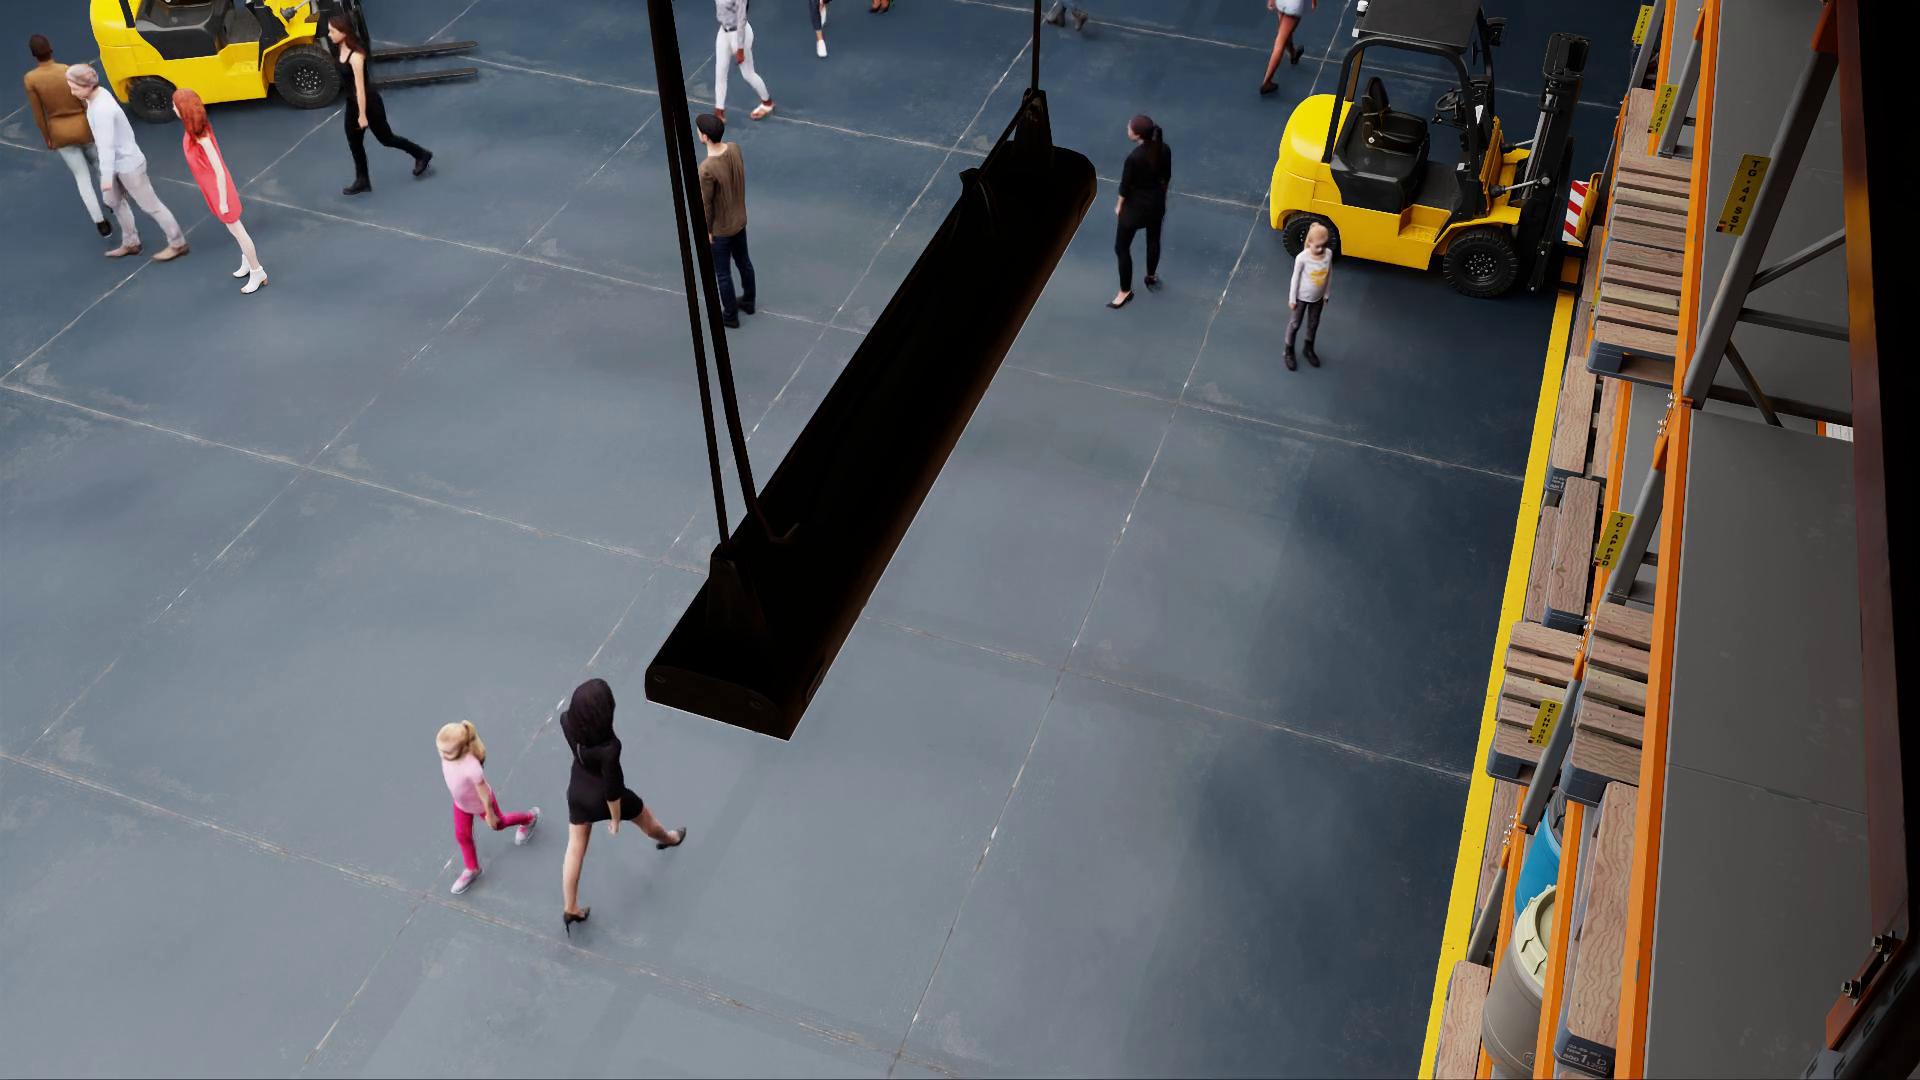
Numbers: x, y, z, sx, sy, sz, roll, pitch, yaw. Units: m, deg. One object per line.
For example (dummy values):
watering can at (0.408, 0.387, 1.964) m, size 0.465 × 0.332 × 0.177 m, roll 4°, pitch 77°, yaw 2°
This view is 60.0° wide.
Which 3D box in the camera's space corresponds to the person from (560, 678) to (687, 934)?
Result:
person at (-2.051, 1.496, 9.158) m, size 0.773 × 1.738 × 1.202 m, roll 24°, pitch 49°, yaw 24°

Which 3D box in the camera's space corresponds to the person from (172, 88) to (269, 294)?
person at (-6.095, -2.883, 13.690) m, size 0.713 × 1.827 × 0.676 m, roll -22°, pitch 48°, yaw -22°

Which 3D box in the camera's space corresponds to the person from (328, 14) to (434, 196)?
person at (-5.234, -3.893, 14.873) m, size 1.182 × 1.659 × 0.972 m, roll -30°, pitch 51°, yaw -27°

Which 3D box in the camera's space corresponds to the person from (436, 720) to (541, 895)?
person at (-2.741, 1.449, 9.559) m, size 0.613 × 1.254 × 0.931 m, roll 23°, pitch 48°, yaw 22°

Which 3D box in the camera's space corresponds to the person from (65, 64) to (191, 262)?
person at (-6.922, -3.174, 13.968) m, size 1.017 × 1.865 × 0.917 m, roll -27°, pitch 50°, yaw -25°

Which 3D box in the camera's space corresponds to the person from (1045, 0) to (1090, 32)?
person at (1.143, -5.910, 17.246) m, size 0.677 × 1.305 × 0.757 m, roll 25°, pitch 49°, yaw 24°

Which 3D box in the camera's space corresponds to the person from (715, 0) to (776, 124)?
person at (-2.053, -4.736, 15.729) m, size 1.106 × 1.697 × 0.957 m, roll -27°, pitch 50°, yaw -25°

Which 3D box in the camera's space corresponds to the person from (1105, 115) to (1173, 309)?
person at (1.543, -2.722, 13.655) m, size 0.827 × 1.643 × 0.962 m, roll -13°, pitch 45°, yaw -14°

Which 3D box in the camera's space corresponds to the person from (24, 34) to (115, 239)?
person at (-7.618, -3.436, 14.292) m, size 1.072 × 1.798 × 1.126 m, roll -18°, pitch 46°, yaw -18°

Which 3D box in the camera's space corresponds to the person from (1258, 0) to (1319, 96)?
person at (3.150, -5.152, 16.167) m, size 0.905 × 1.696 × 1.208 m, roll 33°, pitch 53°, yaw 30°

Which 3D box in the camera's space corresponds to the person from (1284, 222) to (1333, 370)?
person at (2.744, -1.939, 13.098) m, size 0.587 × 1.277 × 0.637 m, roll -12°, pitch 45°, yaw -12°

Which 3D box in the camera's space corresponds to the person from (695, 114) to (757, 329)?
person at (-1.874, -2.557, 13.303) m, size 0.742 × 1.888 × 0.566 m, roll 21°, pitch 47°, yaw 20°
